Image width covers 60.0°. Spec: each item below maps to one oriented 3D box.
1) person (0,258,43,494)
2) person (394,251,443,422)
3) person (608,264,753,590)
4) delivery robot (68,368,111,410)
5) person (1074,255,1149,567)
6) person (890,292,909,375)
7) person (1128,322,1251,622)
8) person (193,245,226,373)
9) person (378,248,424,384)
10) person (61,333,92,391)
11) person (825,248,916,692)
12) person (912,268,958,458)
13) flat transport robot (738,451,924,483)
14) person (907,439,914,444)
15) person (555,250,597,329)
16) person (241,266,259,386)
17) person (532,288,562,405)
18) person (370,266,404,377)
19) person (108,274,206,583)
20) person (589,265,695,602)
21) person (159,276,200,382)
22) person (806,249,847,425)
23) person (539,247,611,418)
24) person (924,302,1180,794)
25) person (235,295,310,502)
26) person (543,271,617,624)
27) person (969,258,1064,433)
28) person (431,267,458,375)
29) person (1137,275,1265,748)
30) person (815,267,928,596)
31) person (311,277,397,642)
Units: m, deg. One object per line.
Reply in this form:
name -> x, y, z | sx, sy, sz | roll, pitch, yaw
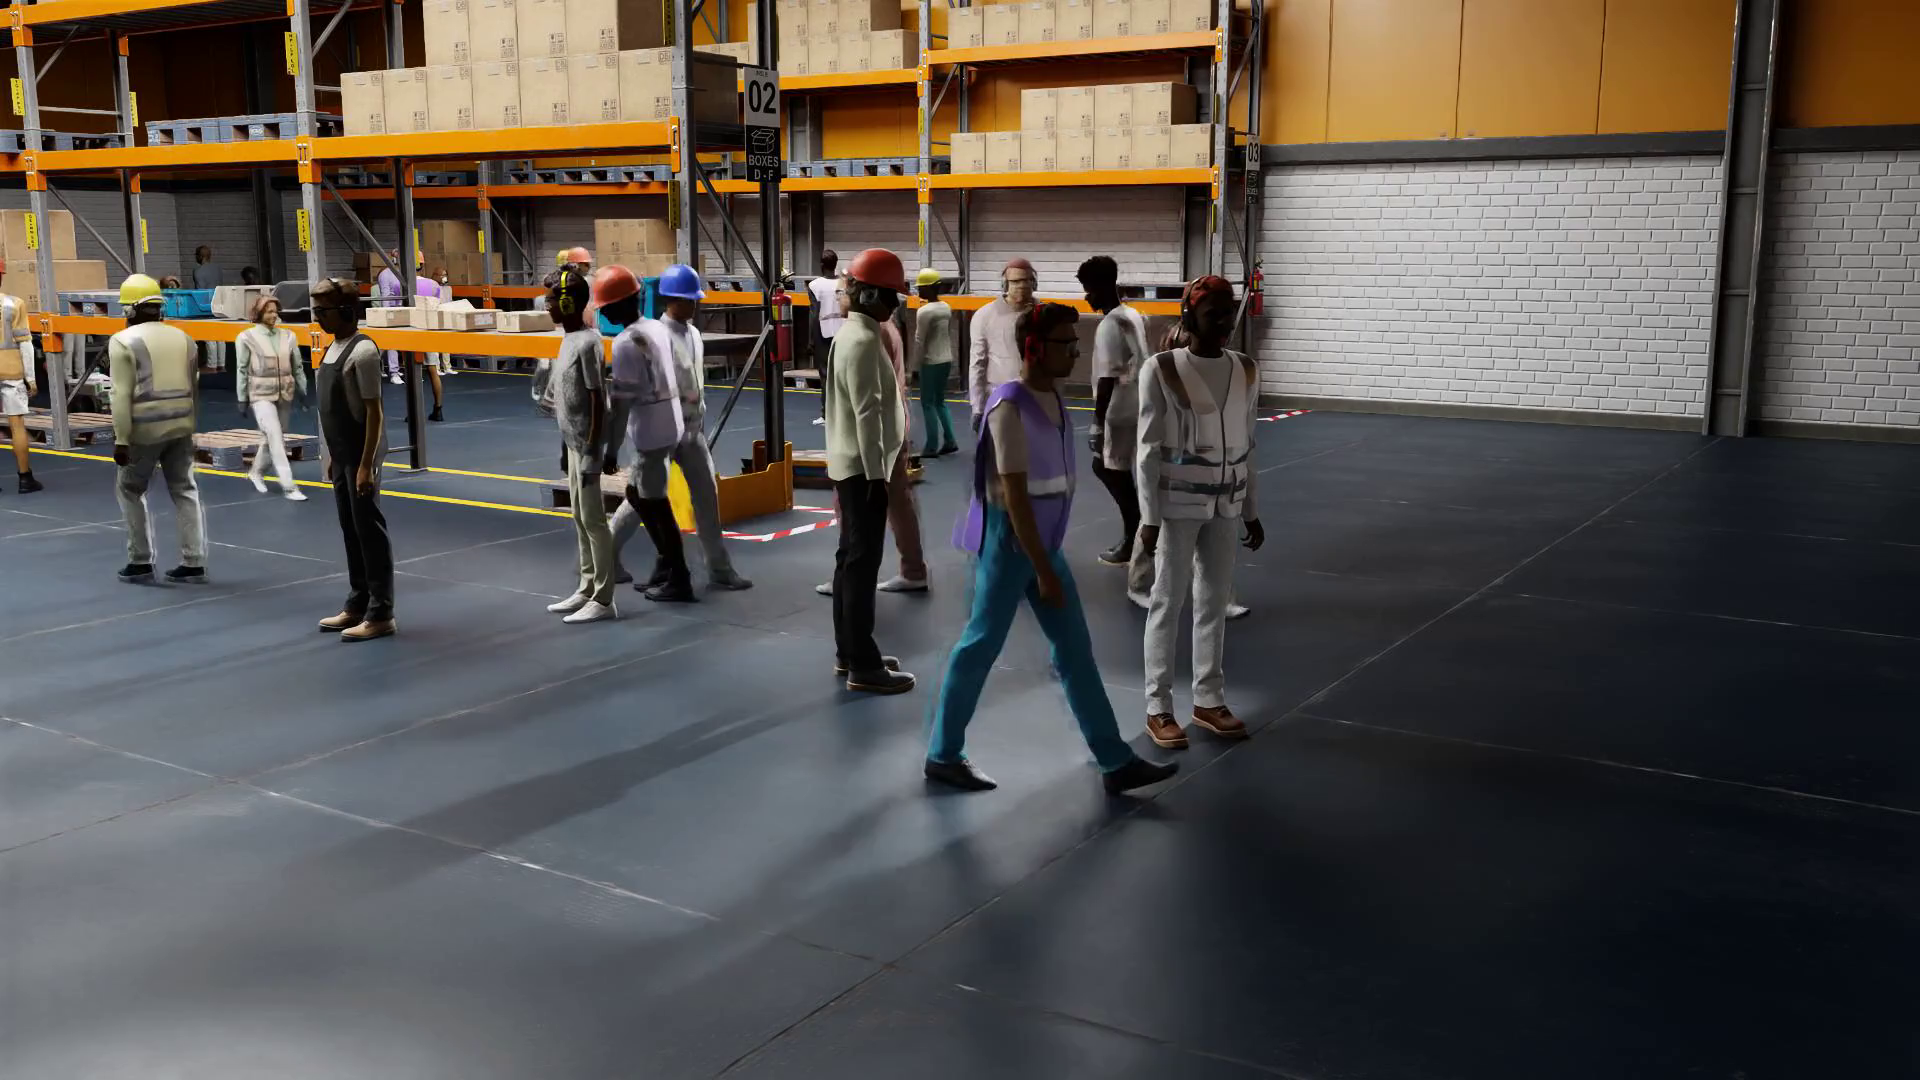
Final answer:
person -> -7.669, -1.316, 13.258 | 0.558, 1.936, 0.437 | -3, 11, -15
person -> -6.025, -2.267, 18.476 | 0.376, 1.935, 0.550 | 9, 14, 42
person -> -1.734, -0.649, 9.650 | 0.993, 1.896, 0.635 | 4, 11, 20
delivery robot -> -9.932, -1.738, 19.121 | 0.707, 0.478, 0.477 | 7, 12, 35
person -> 0.956, -0.778, 10.241 | 0.485, 1.928, 0.698 | 3, 11, 18
person -> -0.729, -1.702, 15.520 | 0.513, 1.877, 0.328 | -3, 11, -16
person -> 1.192, -0.364, 8.868 | 0.537, 1.588, 0.882 | -7, 12, -33
person -> -11.458, -3.507, 25.348 | 0.372, 1.940, 0.631 | 1, 10, 6
person -> -7.868, -3.157, 23.493 | 0.407, 1.910, 0.639 | 6, 12, 29
person -> -11.992, -2.932, 22.456 | 0.405, 1.828, 0.624 | 2, 10, 9
person -> -0.408, -0.315, 7.531 | 0.394, 1.985, 0.608 | -2, 10, -12
person -> -0.253, -1.639, 15.479 | 0.361, 1.760, 0.556 | 6, 12, 31
flat transport robot -> -1.075, -0.613, 13.930 | 1.431, 0.197, 0.652 | 2, 10, 13
person -> -0.857, -1.777, 16.321 | 0.769, 1.737, 0.532 | -8, 13, -38
person -> -4.769, -2.670, 20.837 | 0.608, 1.900, 0.764 | -7, 13, -35
person -> -9.486, -2.827, 22.275 | 0.539, 1.682, 0.629 | -6, 12, -29
person -> -4.976, -2.401, 20.138 | 0.566, 1.595, 0.479 | -8, 13, -38
person -> -8.519, -3.242, 24.722 | 0.280, 1.633, 0.498 | 6, 12, 31
person -> -4.766, -0.640, 9.784 | 0.661, 1.817, 0.640 | 5, 11, 24
person -> -1.741, -0.567, 9.185 | 0.533, 1.891, 0.576 | 1, 10, 8
person -> -8.772, -2.128, 18.579 | 0.384, 1.622, 0.540 | 8, 13, 37
person -> -1.399, -2.205, 18.189 | 0.597, 1.916, 0.371 | -8, 13, -37
person -> -4.340, -2.334, 18.827 | 1.039, 1.947, 0.634 | 3, 11, 15
person -> 0.289, 0.057, 5.983 | 0.972, 1.793, 0.566 | 5, 11, 26
person -> -5.434, -1.125, 13.079 | 0.843, 1.603, 0.520 | 7, 12, 34
person -> -2.022, -0.486, 8.819 | 0.335, 1.864, 0.521 | -5, 11, -24
person -> 0.381, -0.878, 10.875 | 0.651, 1.904, 0.403 | -2, 10, -13
person -> -7.782, -3.285, 24.989 | 0.283, 1.625, 0.494 | 4, 11, 21
person -> 0.969, -0.114, 6.699 | 0.573, 1.883, 0.354 | -5, 11, -26
person -> -0.526, -0.610, 9.485 | 0.762, 1.869, 0.666 | 1, 10, 6
person -> -3.087, -0.407, 8.443 | 0.344, 1.841, 0.504 | -8, 13, -39
